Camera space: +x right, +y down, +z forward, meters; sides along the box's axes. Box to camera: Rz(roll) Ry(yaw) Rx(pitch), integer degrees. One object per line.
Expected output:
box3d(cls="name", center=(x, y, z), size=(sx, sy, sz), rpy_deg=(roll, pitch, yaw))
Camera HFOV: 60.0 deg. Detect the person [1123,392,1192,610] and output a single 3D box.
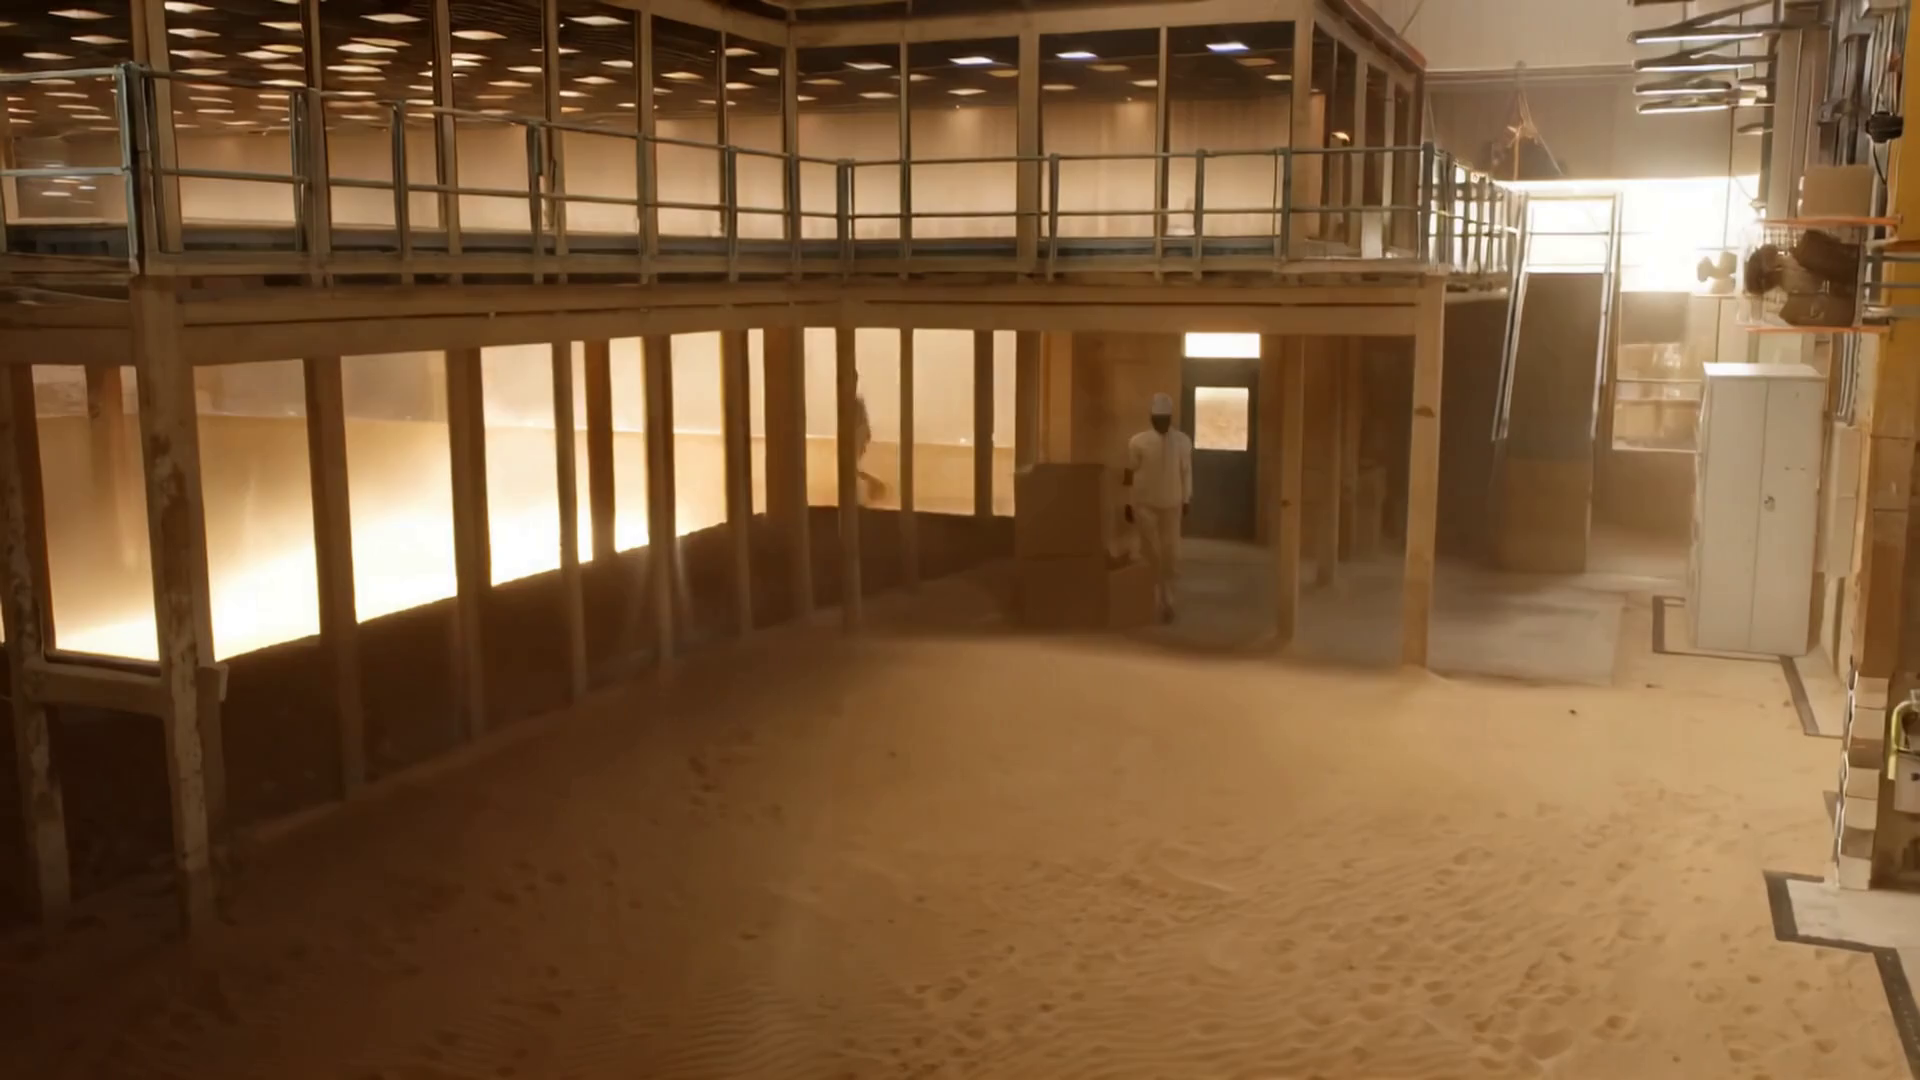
box3d(cls="person", center=(1.799, -0.385, 15.237), size=(0.632, 1.971, 0.741), rpy_deg=(0, 9, -1))
